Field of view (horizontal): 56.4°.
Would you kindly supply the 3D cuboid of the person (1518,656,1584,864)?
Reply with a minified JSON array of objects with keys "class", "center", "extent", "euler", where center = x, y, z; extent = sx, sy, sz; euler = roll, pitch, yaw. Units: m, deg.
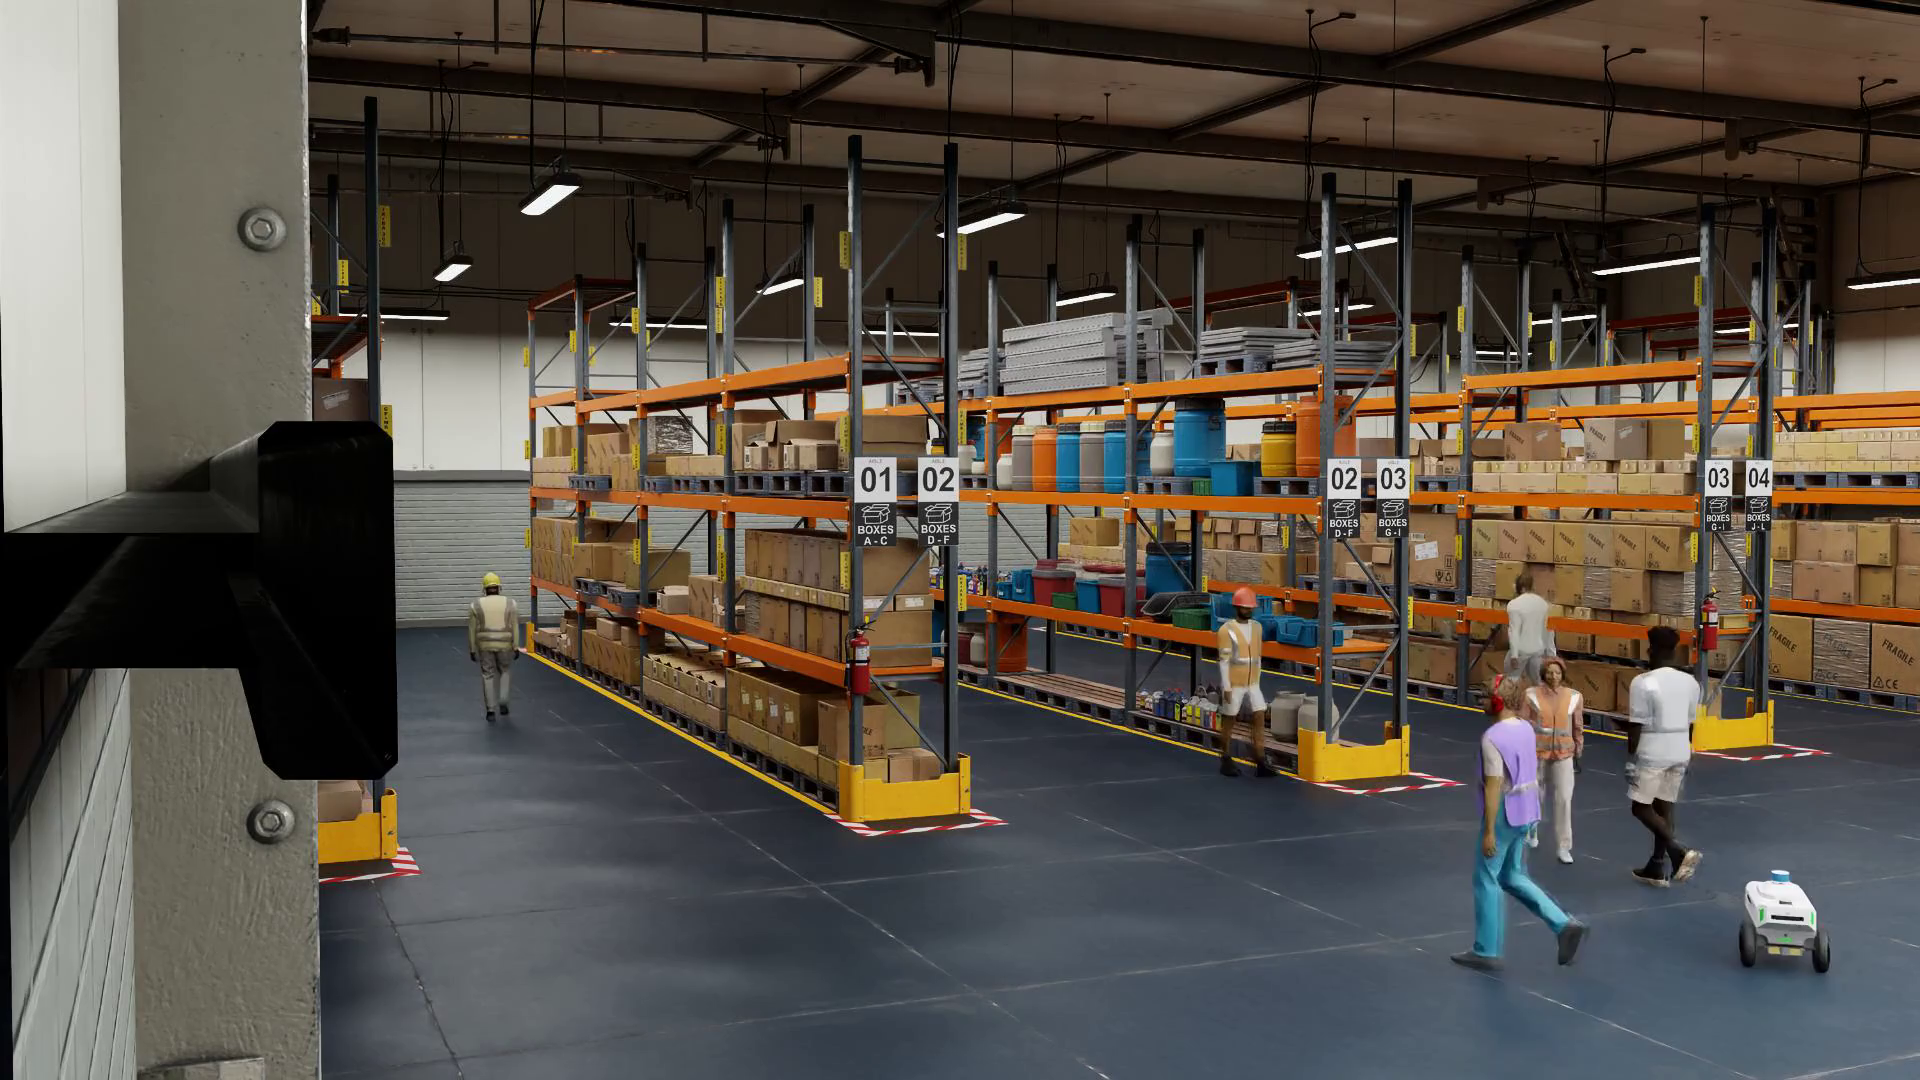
[{"class":"person","center":[4.723,1.718,14.357],"extent":[0.530,1.606,0.814],"euler":[0,2,10]}]

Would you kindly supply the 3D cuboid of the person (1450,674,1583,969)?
[{"class":"person","center":[3.419,1.740,11.020],"extent":[0.692,1.827,0.573],"euler":[2,3,40]}]

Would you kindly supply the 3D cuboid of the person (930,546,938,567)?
[{"class":"person","center":[-0.491,0.756,34.573],"extent":[0.406,1.986,0.617],"euler":[1,3,34]}]

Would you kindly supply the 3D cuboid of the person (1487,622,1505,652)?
[{"class":"person","center":[8.258,1.002,27.608],"extent":[0.630,2.022,0.463],"euler":[-1,2,-27]}]

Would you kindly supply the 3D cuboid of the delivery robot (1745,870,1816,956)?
[{"class":"delivery robot","center":[5.160,2.327,11.276],"extent":[0.477,0.478,0.707],"euler":[1,2,18]}]

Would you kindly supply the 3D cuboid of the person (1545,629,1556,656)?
[{"class":"person","center":[8.182,1.165,25.191],"extent":[0.574,1.883,0.355],"euler":[-1,2,-27]}]

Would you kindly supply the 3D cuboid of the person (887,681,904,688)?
[{"class":"person","center":[-0.852,1.408,22.397],"extent":[0.512,1.610,0.659],"euler":[-1,2,-28]}]

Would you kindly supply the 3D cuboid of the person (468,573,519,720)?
[{"class":"person","center":[-5.801,1.311,22.272],"extent":[0.619,1.807,0.576],"euler":[-1,2,-17]}]

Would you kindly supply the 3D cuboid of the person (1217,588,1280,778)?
[{"class":"person","center":[2.871,1.435,17.872],"extent":[0.568,1.900,0.872],"euler":[-1,2,-28]}]

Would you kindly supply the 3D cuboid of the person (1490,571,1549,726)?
[{"class":"person","center":[6.735,1.320,21.146],"extent":[0.642,1.898,1.005],"euler":[-1,2,-28]}]

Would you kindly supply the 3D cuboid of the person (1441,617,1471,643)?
[{"class":"person","center":[8.301,1.007,30.156],"extent":[0.598,1.816,0.534],"euler":[-1,2,-21]}]

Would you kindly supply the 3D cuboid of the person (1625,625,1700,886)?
[{"class":"person","center":[5.223,1.603,13.200],"extent":[0.611,1.934,0.635],"euler":[-1,2,-21]}]
